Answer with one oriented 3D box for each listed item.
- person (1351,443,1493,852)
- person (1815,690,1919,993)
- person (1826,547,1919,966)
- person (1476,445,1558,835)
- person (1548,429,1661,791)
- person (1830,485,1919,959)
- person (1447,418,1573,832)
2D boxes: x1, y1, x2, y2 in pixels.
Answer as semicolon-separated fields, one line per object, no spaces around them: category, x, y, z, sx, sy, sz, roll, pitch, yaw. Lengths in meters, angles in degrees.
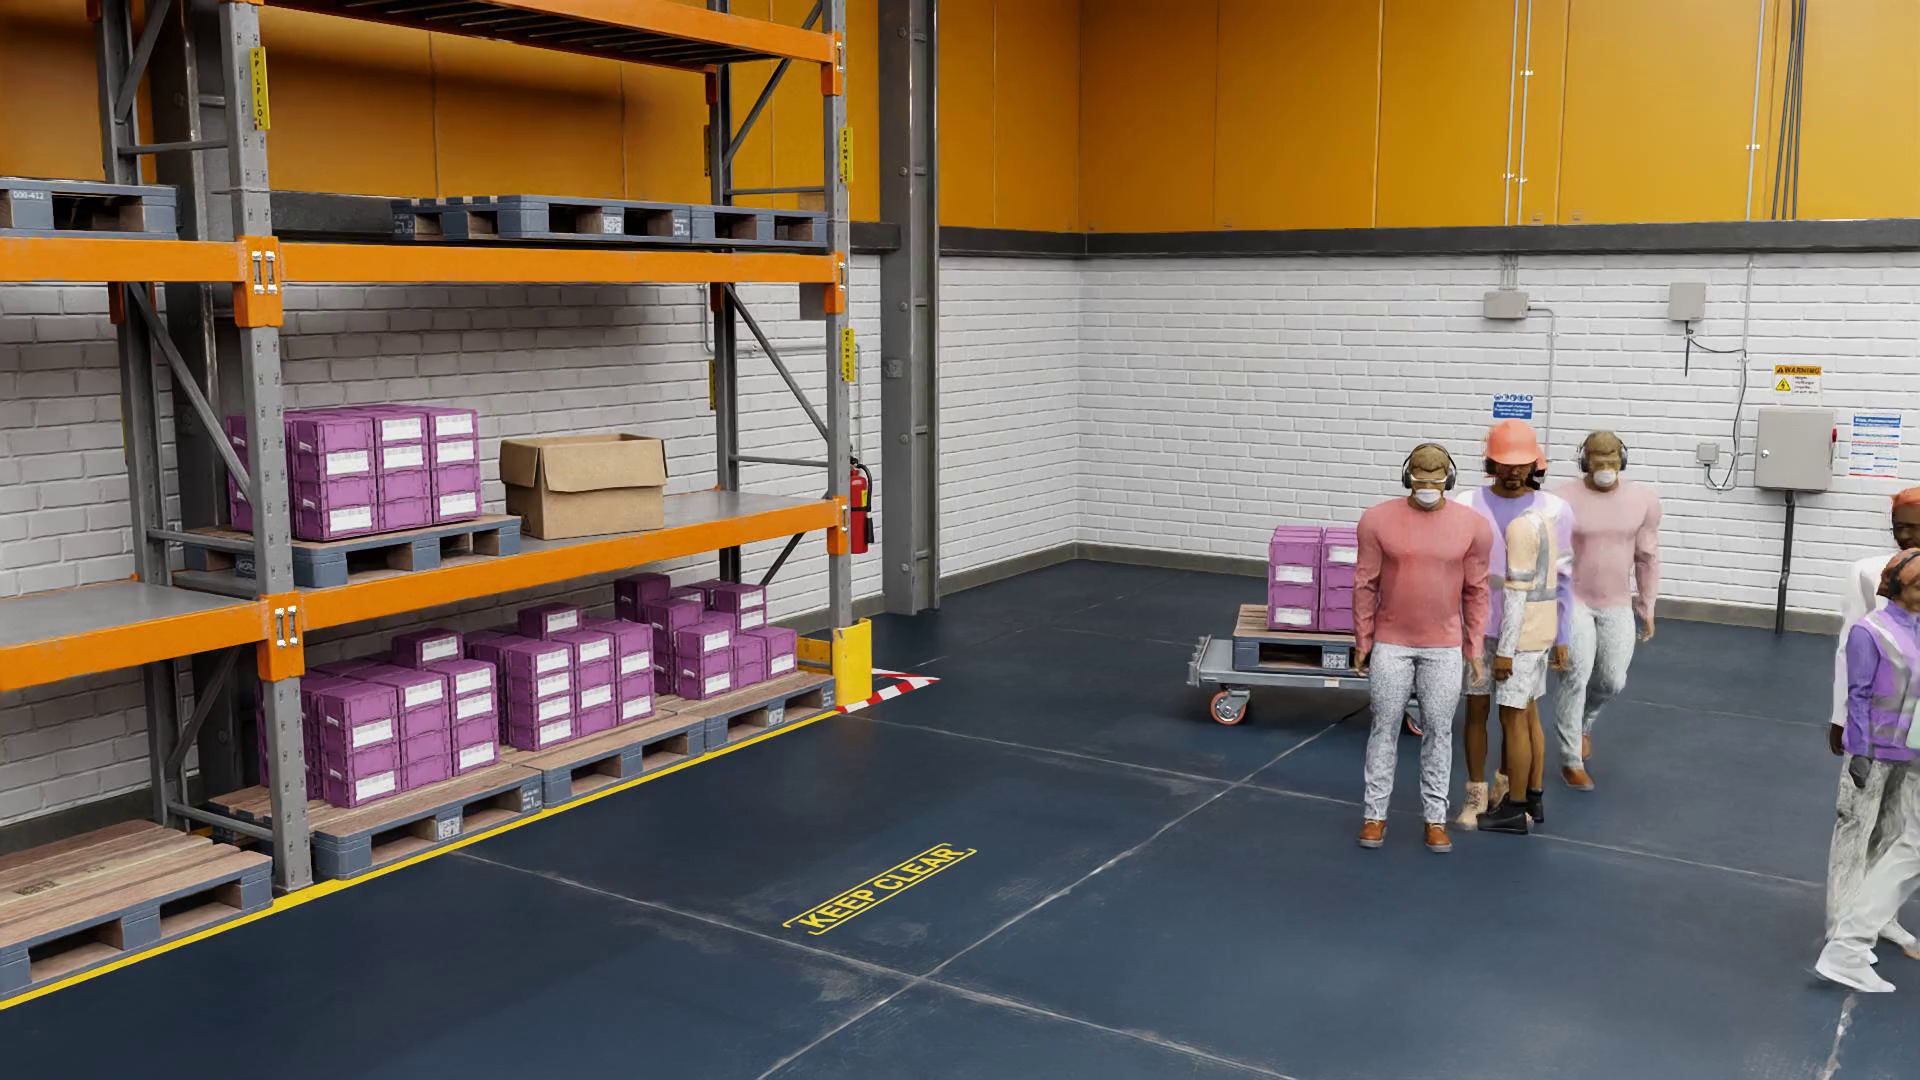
person;2.152;0.501;7.808;0.627;1.935;0.372;2;9;14
person;3.682;0.804;6.071;0.952;1.866;0.591;0;9;-2
person;3.676;0.838;6.573;0.514;1.639;0.314;-4;10;-25
person;2.710;0.463;8.105;0.390;1.925;0.548;5;10;31
person;3.351;0.346;8.881;0.654;1.915;0.604;0;9;2
person;3.818;0.708;6.650;0.372;1.882;0.603;-8;12;-42
person;2.622;0.418;8.059;0.630;2.031;0.459;2;9;12
